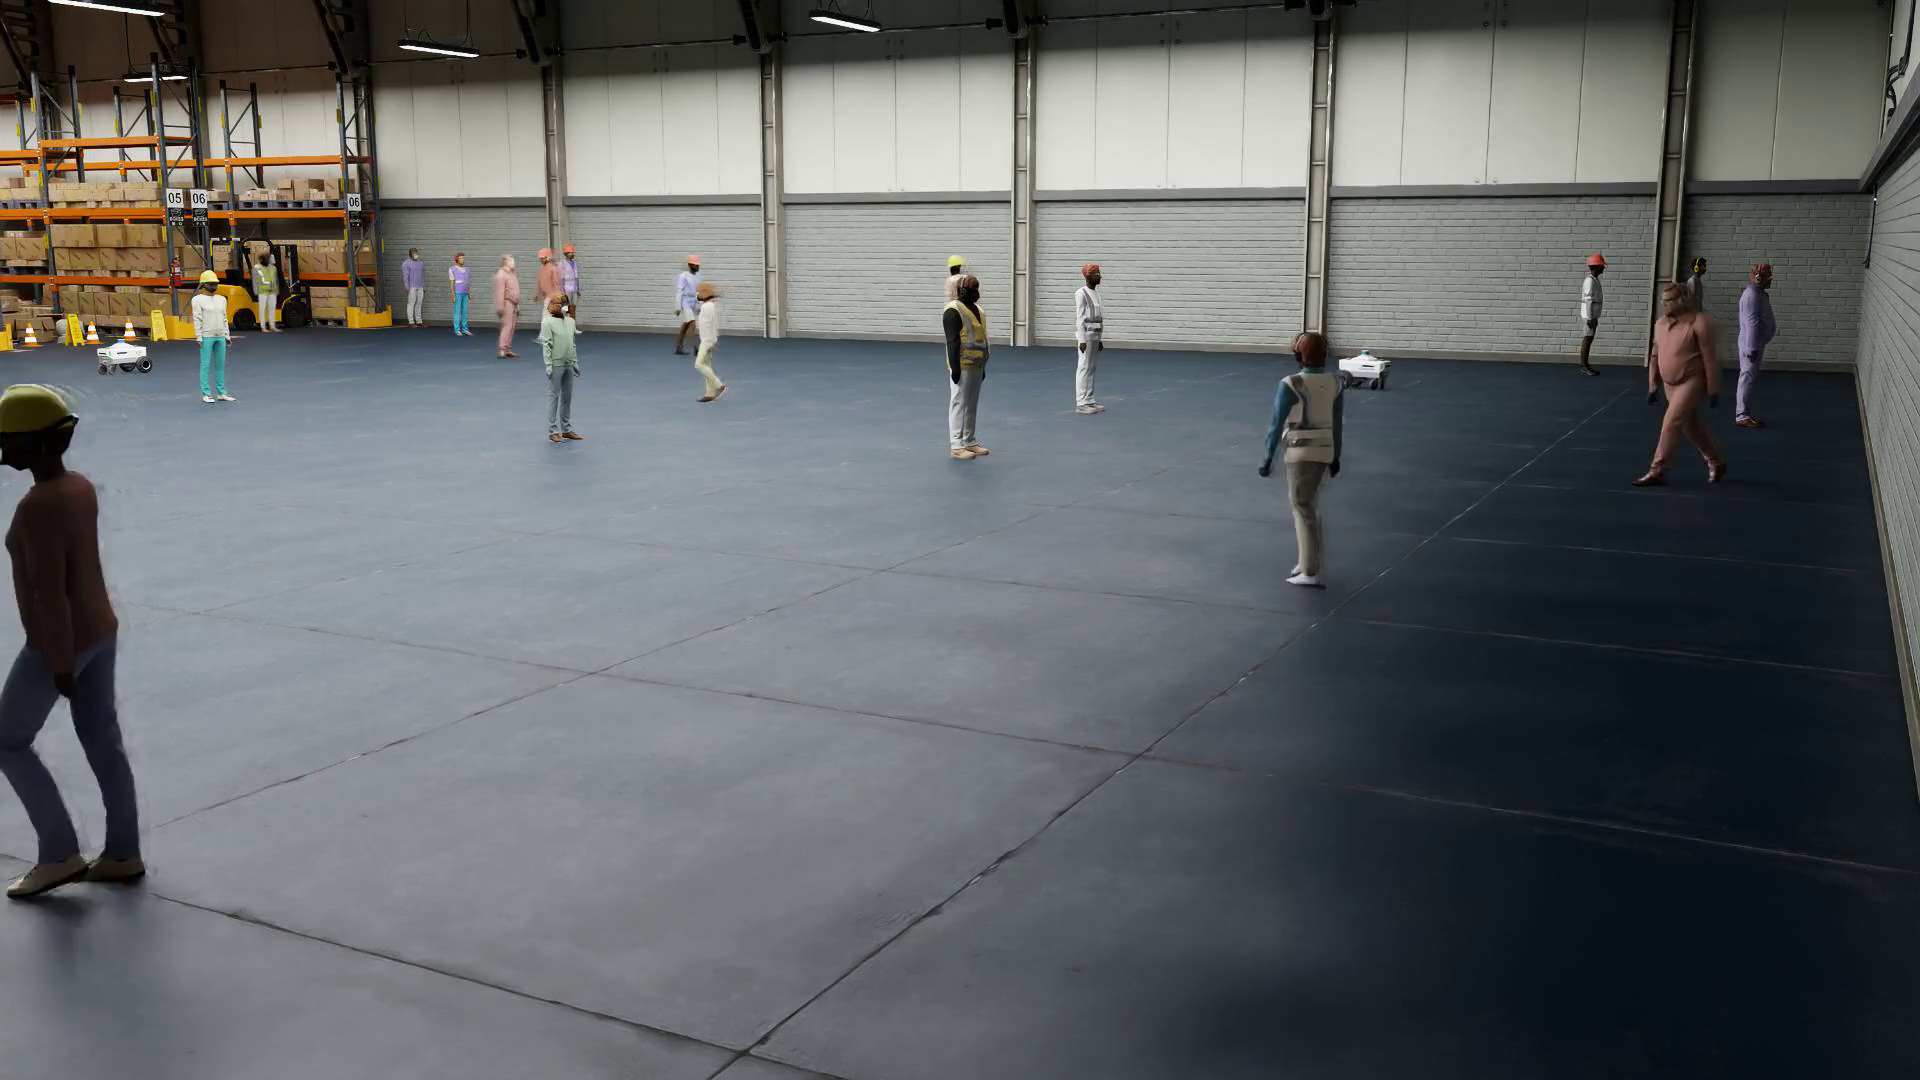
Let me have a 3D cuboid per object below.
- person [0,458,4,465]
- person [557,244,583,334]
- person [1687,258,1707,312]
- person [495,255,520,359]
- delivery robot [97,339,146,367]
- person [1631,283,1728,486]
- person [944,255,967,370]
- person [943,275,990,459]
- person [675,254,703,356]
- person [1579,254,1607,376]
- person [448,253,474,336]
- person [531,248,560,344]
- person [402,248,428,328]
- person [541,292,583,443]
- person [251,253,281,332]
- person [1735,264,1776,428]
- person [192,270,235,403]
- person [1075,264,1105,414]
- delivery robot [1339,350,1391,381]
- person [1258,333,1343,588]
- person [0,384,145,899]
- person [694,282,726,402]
[{"bbox_3d":[-9.610,-1.642,16.103,0.686,1.902,0.631,2,11,13],"label":"person"},{"bbox_3d":[-8.792,-5.654,37.572,0.376,2.043,0.609,5,12,27],"label":"person"},{"bbox_3d":[12.164,-3.726,27.528,0.326,1.871,0.520,5,12,27],"label":"person"},{"bbox_3d":[-8.294,-4.268,30.505,0.428,1.874,0.768,1,10,5],"label":"person"},{"bbox_3d":[-13.607,-3.018,27.002,0.477,0.478,0.707,5,12,27],"label":"delivery robot"},{"bbox_3d":[6.565,-1.398,14.972,1.022,1.836,0.650,-3,11,-14],"label":"person"},{"bbox_3d":[-0.051,-3.775,27.685,0.414,1.910,0.619,10,14,42],"label":"person"},{"bbox_3d":[0.082,-1.751,16.835,0.429,1.844,0.626,5,12,27],"label":"person"},{"bbox_3d":[-4.995,-4.371,31.021,0.918,1.878,0.549,5,12,26],"label":"person"},{"bbox_3d":[10.127,-3.595,26.618,0.351,1.942,0.547,5,12,27],"label":"person"},{"bbox_3d":[-11.133,-5.465,37.065,0.387,1.849,0.566,5,12,27],"label":"person"},{"bbox_3d":[-8.590,-5.014,34.286,0.914,1.953,0.639,-9,14,-41],"label":"person"},{"bbox_3d":[-13.259,-6.133,40.470,0.370,1.939,0.631,5,12,27],"label":"person"},{"bbox_3d":[-4.345,-1.886,18.141,0.280,1.633,0.502,5,12,27],"label":"person"},{"bbox_3d":[-16.069,-5.722,38.599,0.430,1.831,0.666,8,13,37],"label":"person"},{"bbox_3d":[9.343,-2.278,19.536,0.408,1.908,0.644,5,12,27],"label":"person"},{"bbox_3d":[-10.064,-2.736,22.405,0.305,1.772,0.527,5,12,27],"label":"person"},{"bbox_3d":[1.649,-2.549,21.073,0.353,1.884,0.577,5,12,27],"label":"person"},{"bbox_3d":[5.927,-2.532,24.349,0.707,0.478,0.477,7,13,35],"label":"delivery robot"},{"bbox_3d":[2.184,-0.513,10.677,0.527,1.620,0.518,-8,13,-37],"label":"person"},{"bbox_3d":[-3.099,0.346,5.660,0.534,1.751,0.532,-1,10,-3],"label":"person"},{"bbox_3d":[-3.409,-2.642,22.295,0.366,1.617,0.518,-2,11,-11],"label":"person"}]
